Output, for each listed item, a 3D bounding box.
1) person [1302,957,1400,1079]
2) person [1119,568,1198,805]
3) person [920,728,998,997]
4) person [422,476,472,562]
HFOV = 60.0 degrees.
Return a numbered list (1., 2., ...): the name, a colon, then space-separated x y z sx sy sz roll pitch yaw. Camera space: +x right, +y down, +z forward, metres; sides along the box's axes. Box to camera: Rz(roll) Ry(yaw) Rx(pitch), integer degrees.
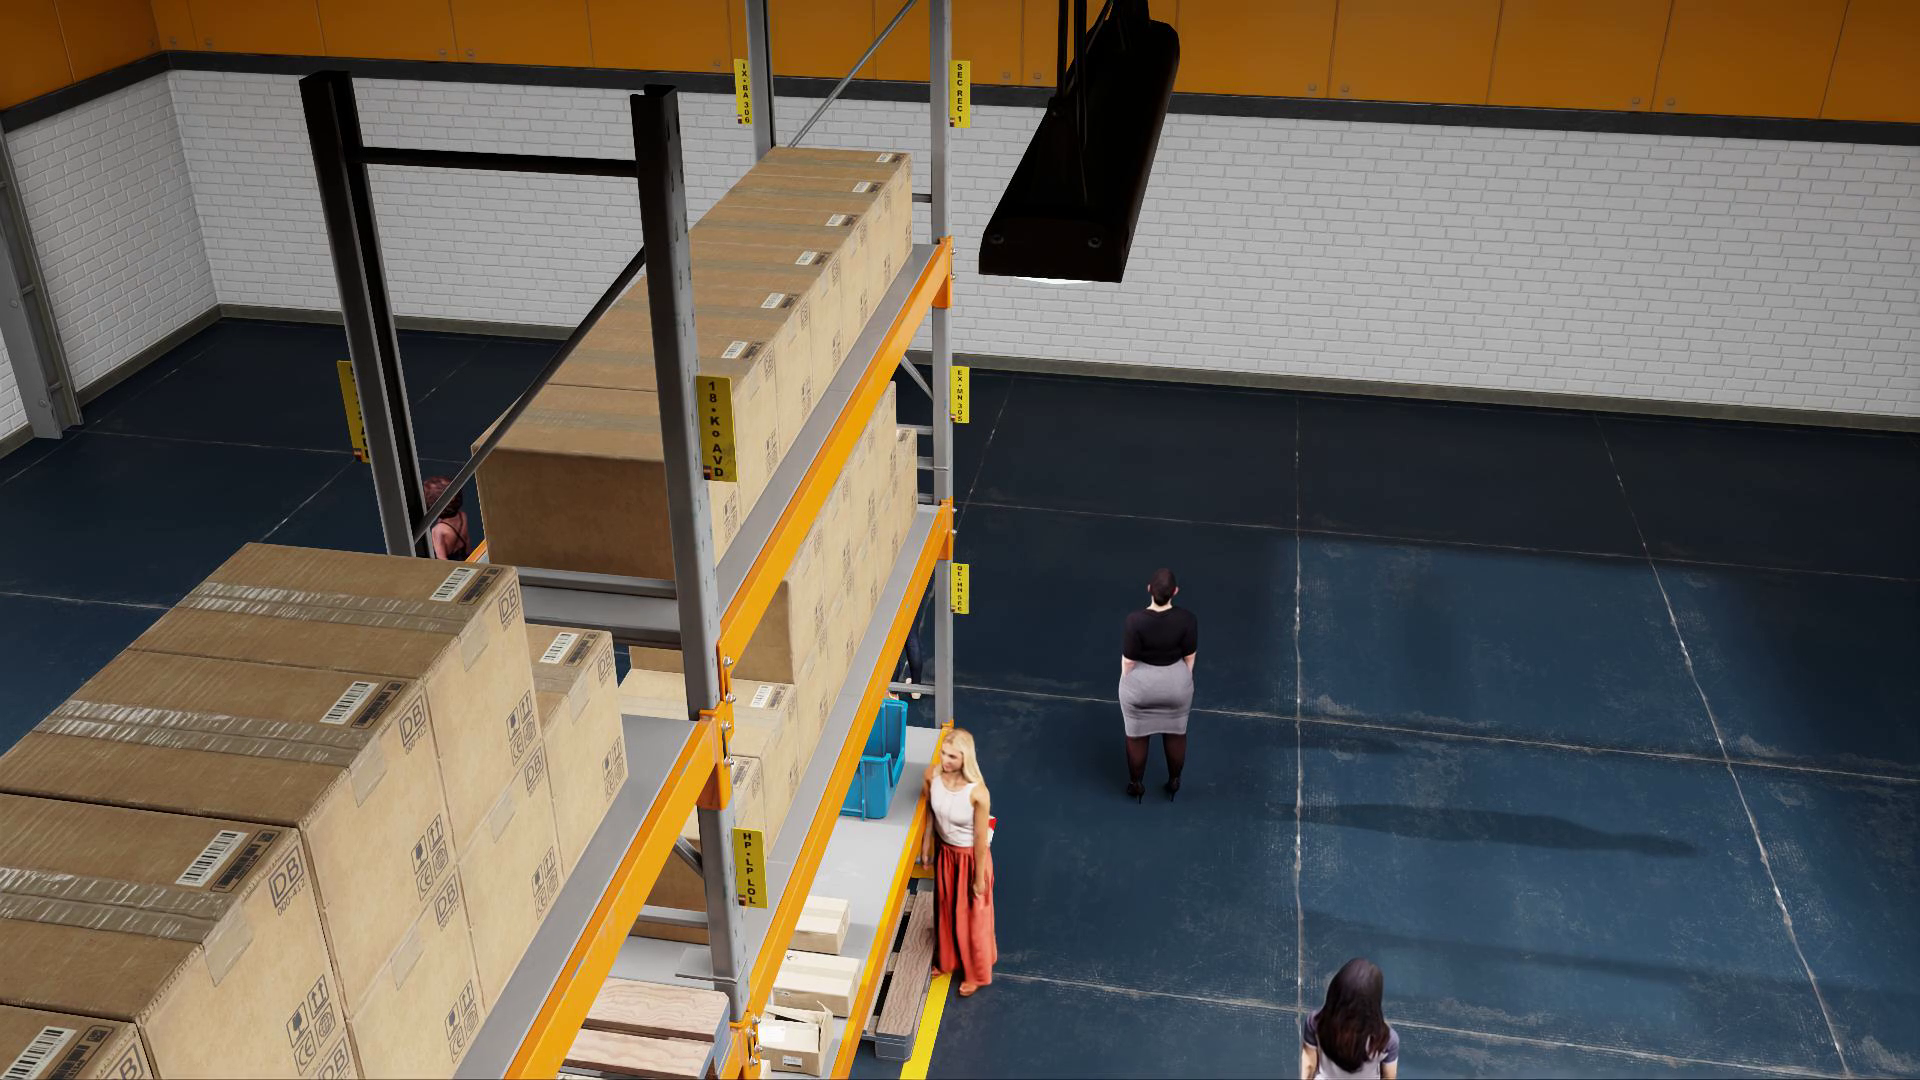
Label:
1. person: 1.834 2.679 7.979 0.614 1.706 0.560 8 30 15
2. person: 1.310 0.982 11.037 0.710 1.759 0.687 -1 29 -2
3. person: 0.009 1.814 9.467 0.716 1.800 0.740 21 35 33
4. person: -3.668 0.342 12.178 0.652 1.788 0.509 9 30 15
